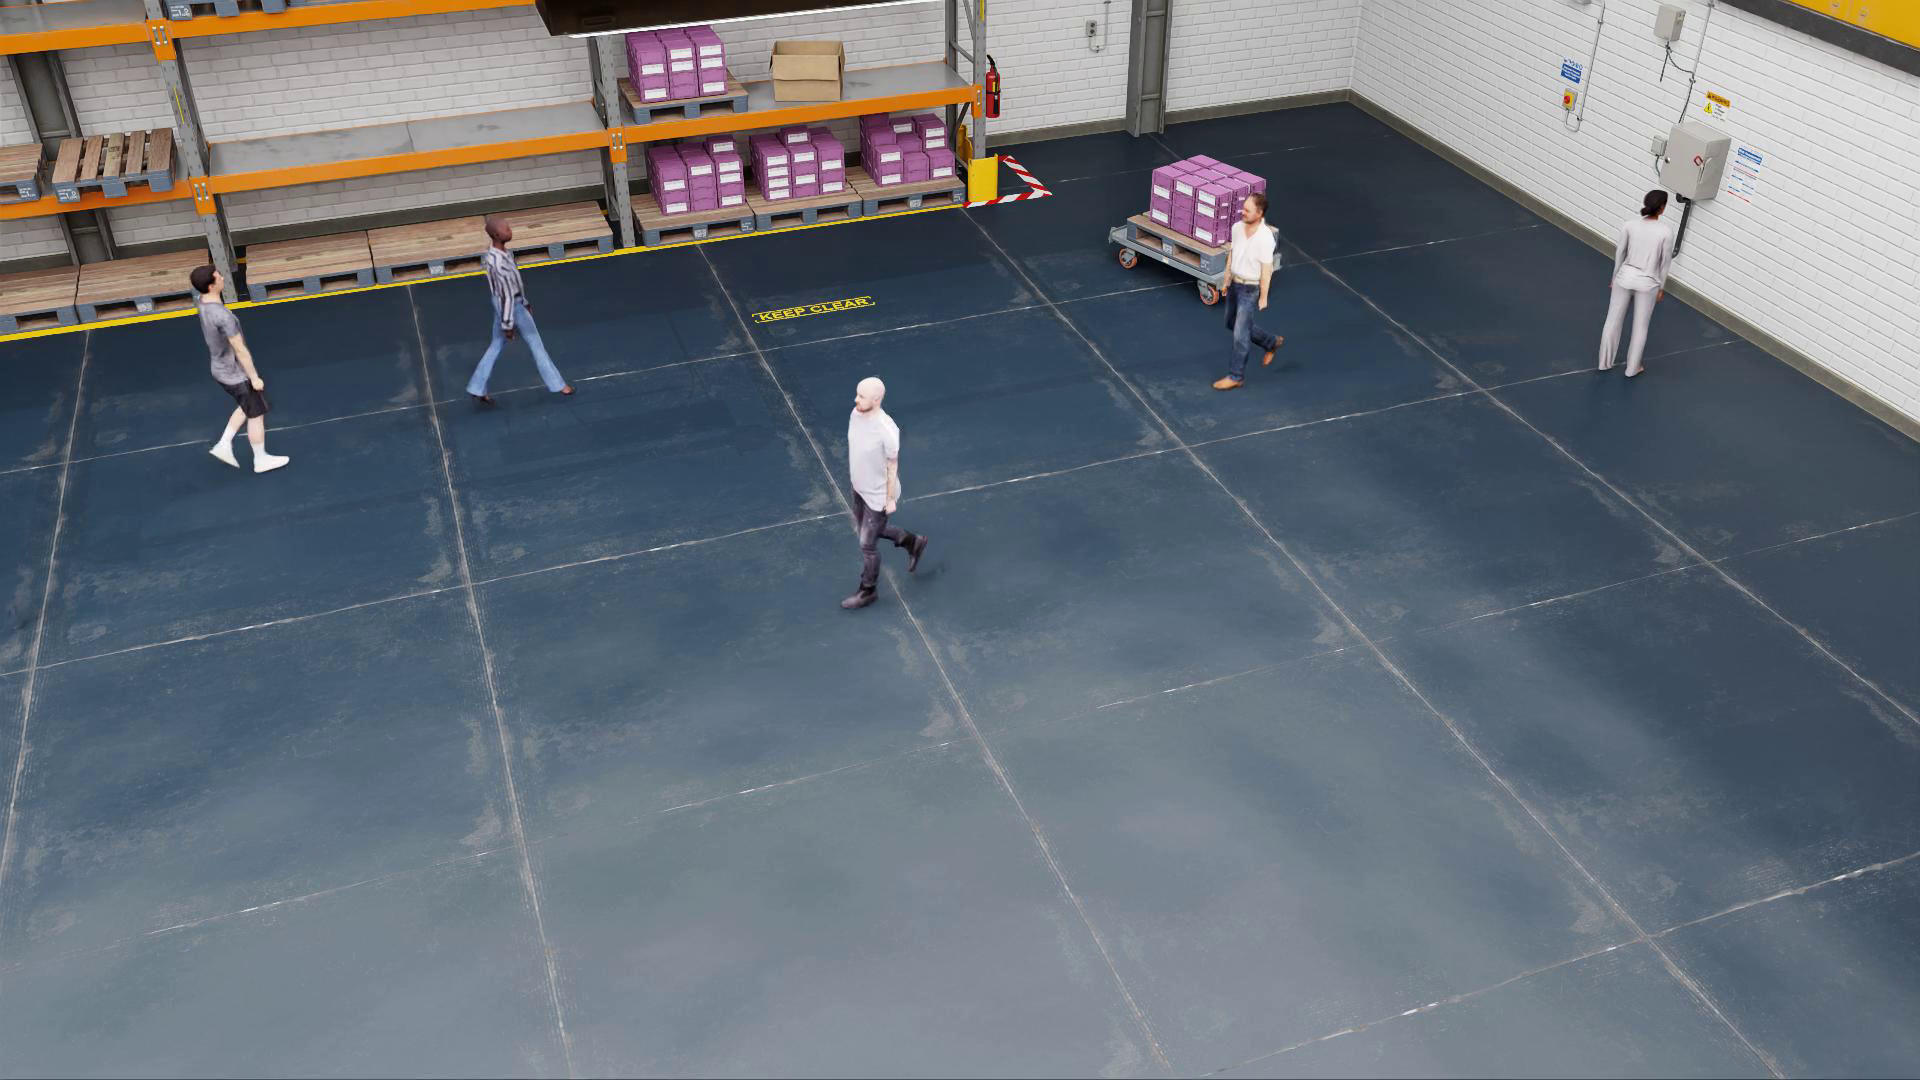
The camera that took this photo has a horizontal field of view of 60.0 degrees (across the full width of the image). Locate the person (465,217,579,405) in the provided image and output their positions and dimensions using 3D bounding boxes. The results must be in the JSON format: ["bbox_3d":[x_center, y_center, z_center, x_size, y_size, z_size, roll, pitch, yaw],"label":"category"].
[{"bbox_3d":[-3.985,-1.924,14.380,1.194,1.744,0.707,-14,36,-21],"label":"person"}]

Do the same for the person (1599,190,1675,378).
[{"bbox_3d":[6.099,-2.315,14.973,0.717,1.739,0.741,21,39,28],"label":"person"}]

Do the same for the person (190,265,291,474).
[{"bbox_3d":[-5.925,-1.324,13.381,0.909,1.850,0.802,-25,41,-32],"label":"person"}]

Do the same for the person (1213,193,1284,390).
[{"bbox_3d":[2.638,-2.229,14.756,0.983,1.837,0.705,-14,36,-20],"label":"person"}]

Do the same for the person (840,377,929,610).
[{"bbox_3d":[-0.533,-0.364,11.973,1.093,1.810,0.794,-19,38,-27],"label":"person"}]
